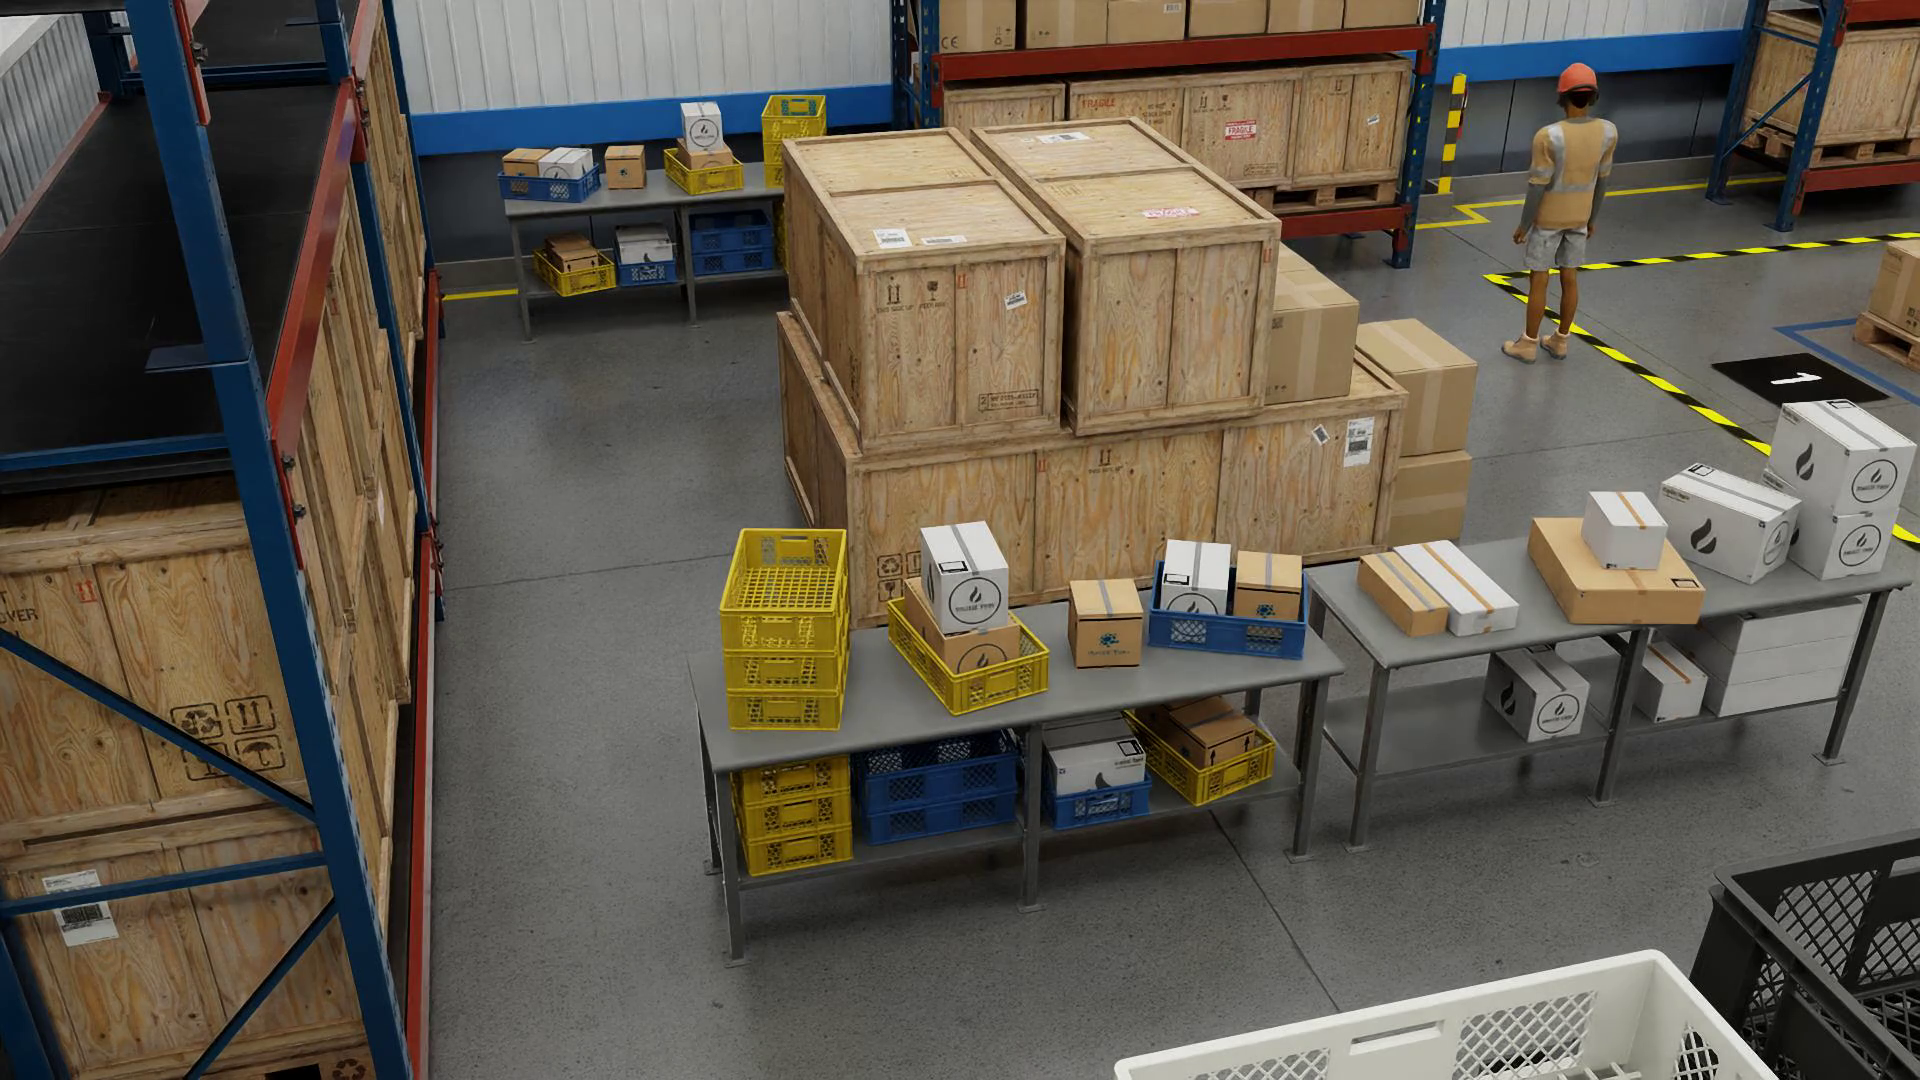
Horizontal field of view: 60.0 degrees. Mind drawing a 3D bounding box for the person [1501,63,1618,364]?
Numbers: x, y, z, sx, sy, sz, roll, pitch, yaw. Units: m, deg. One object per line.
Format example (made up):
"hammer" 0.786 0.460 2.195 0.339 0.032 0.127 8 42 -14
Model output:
"person" 4.043 -2.186 11.259 0.605 2.033 0.388 -7 30 -13
